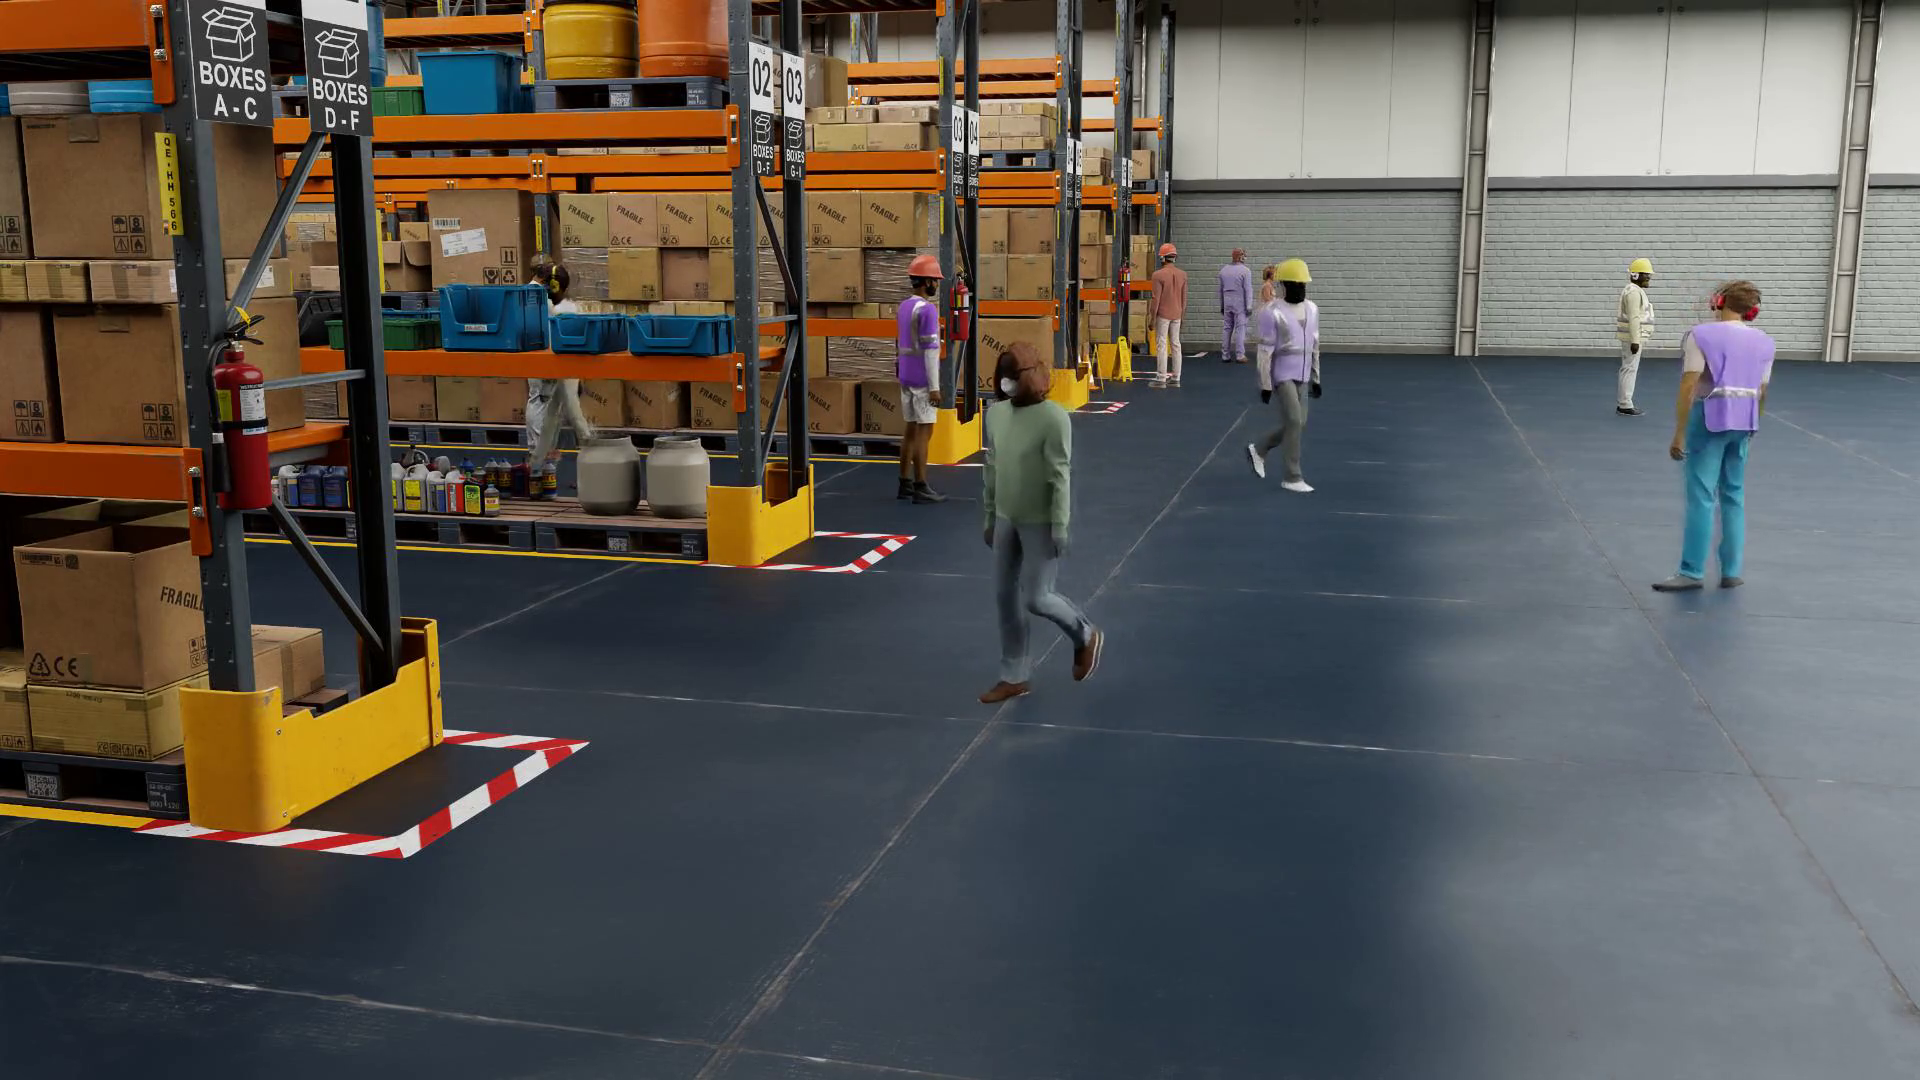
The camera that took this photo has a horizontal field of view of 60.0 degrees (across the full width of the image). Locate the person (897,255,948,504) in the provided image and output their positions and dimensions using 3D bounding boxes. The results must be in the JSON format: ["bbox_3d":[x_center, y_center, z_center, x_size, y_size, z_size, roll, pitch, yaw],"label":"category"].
[{"bbox_3d":[-0.285,-1.246,12.969,0.385,1.930,0.541,-4,11,-23],"label":"person"}]

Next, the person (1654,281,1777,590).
[{"bbox_3d":[4.410,-0.601,9.731,0.726,1.809,0.400,-3,11,-14],"label":"person"}]

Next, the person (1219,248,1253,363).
[{"bbox_3d":[4.614,-3.895,27.690,0.401,1.907,0.646,-9,14,-41],"label":"person"}]

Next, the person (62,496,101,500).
[{"bbox_3d":[-5.698,-0.717,10.839,0.279,1.633,0.499,1,10,6],"label":"person"}]

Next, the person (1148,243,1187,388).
[{"bbox_3d":[2.868,-3.104,23.061,0.622,1.993,0.382,-7,12,-34],"label":"person"}]

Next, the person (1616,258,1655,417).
[{"bbox_3d":[7.866,-2.357,19.381,0.404,1.828,0.602,3,11,17],"label":"person"}]

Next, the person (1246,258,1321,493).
[{"bbox_3d":[2.663,-1.361,13.672,0.591,1.898,0.738,-8,13,-38],"label":"person"}]

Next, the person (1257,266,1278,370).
[{"bbox_3d":[4.840,-3.491,26.192,0.311,1.638,0.523,2,10,10],"label":"person"}]

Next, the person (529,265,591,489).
[{"bbox_3d":[-3.355,-1.309,13.559,0.913,1.830,0.554,-1,10,-5],"label":"person"}]

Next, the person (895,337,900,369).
[{"bbox_3d":[-0.515,-1.973,17.792,0.285,1.634,0.499,8,13,37],"label":"person"}]

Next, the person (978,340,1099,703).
[{"bbox_3d":[0.341,-0.079,7.357,0.497,1.623,0.505,-9,14,-42],"label":"person"}]

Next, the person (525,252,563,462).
[{"bbox_3d":[-3.876,-1.679,15.370,0.376,1.931,0.625,-3,11,-15],"label":"person"}]
